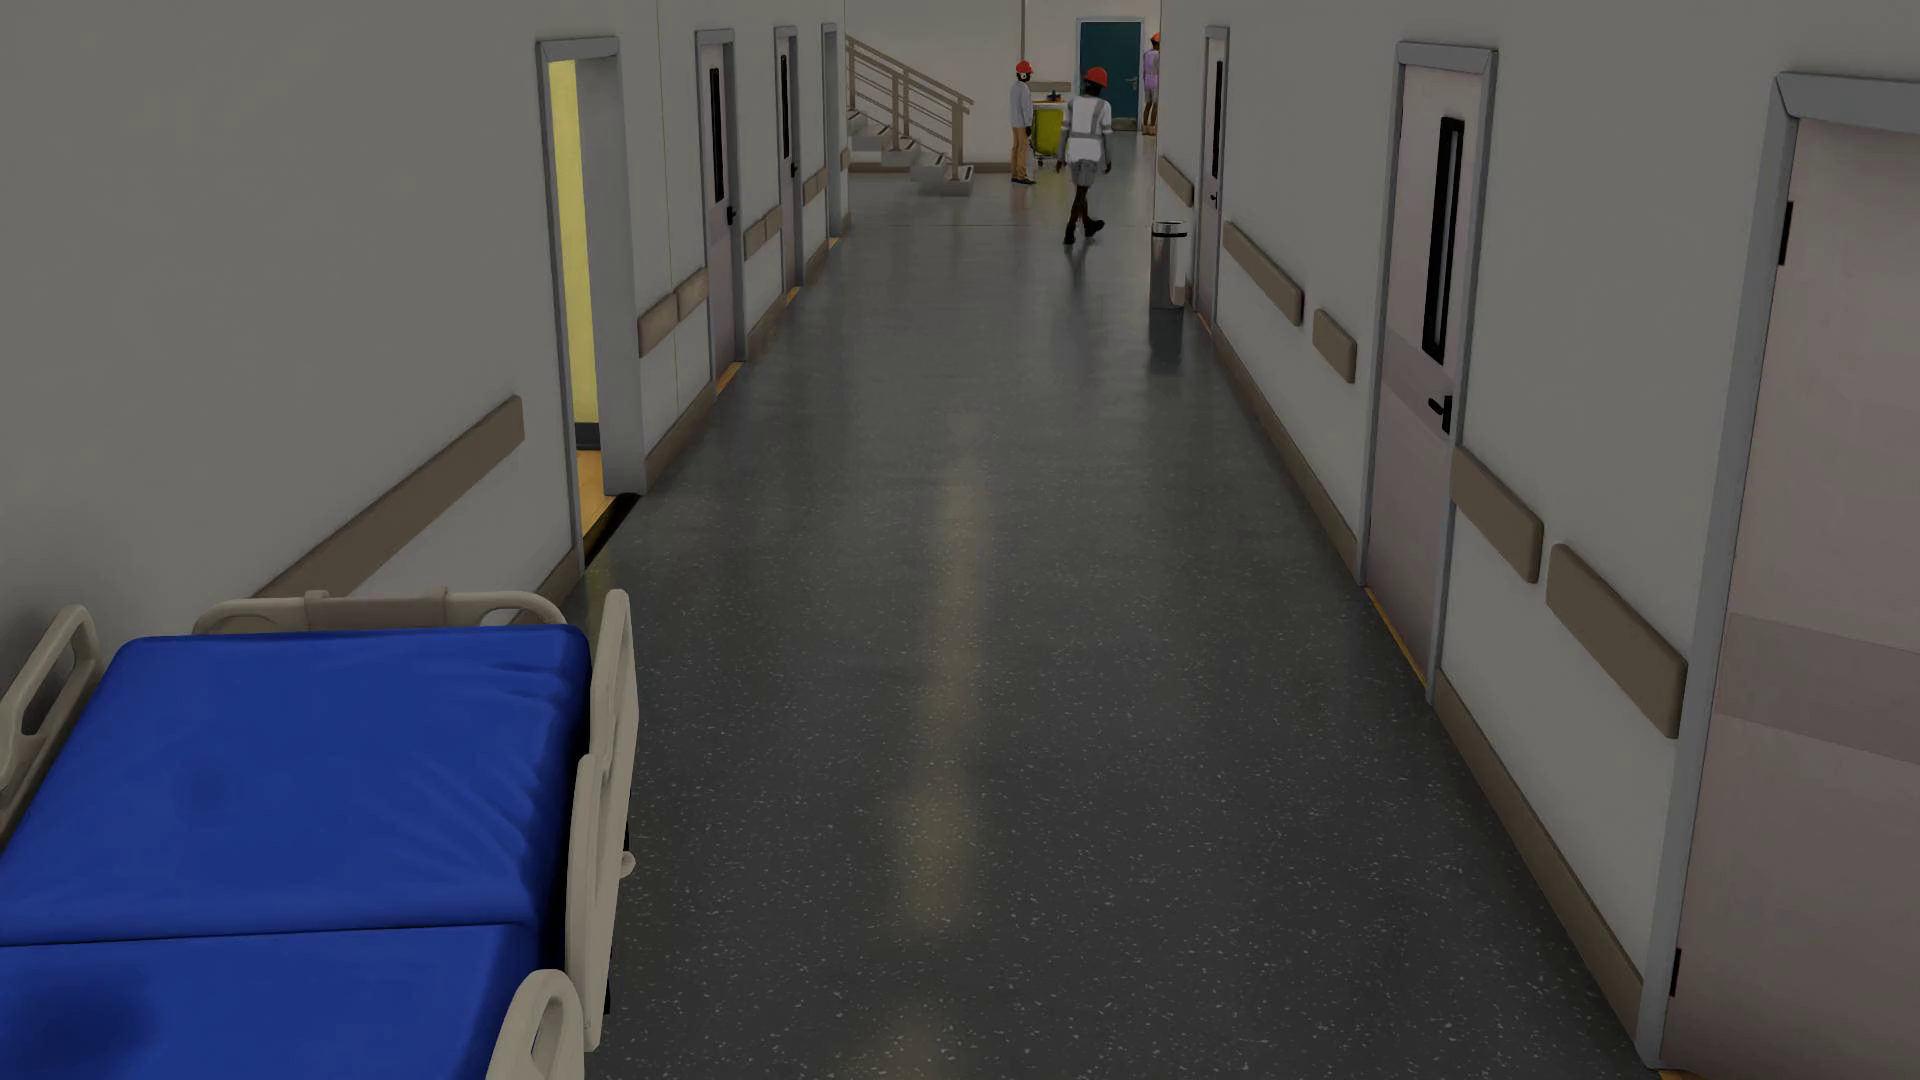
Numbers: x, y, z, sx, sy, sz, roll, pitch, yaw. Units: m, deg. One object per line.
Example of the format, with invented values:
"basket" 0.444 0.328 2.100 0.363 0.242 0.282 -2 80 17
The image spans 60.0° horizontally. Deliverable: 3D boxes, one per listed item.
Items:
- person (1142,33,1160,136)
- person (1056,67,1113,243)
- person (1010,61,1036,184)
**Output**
"person" 3.955 -9.234 33.738 0.402 2.031 0.614 -11 21 -31
"person" 1.379 -4.219 18.248 0.602 1.866 0.995 10 20 29
"person" 0.921 -6.092 24.305 0.328 1.752 0.563 -6 19 -18
